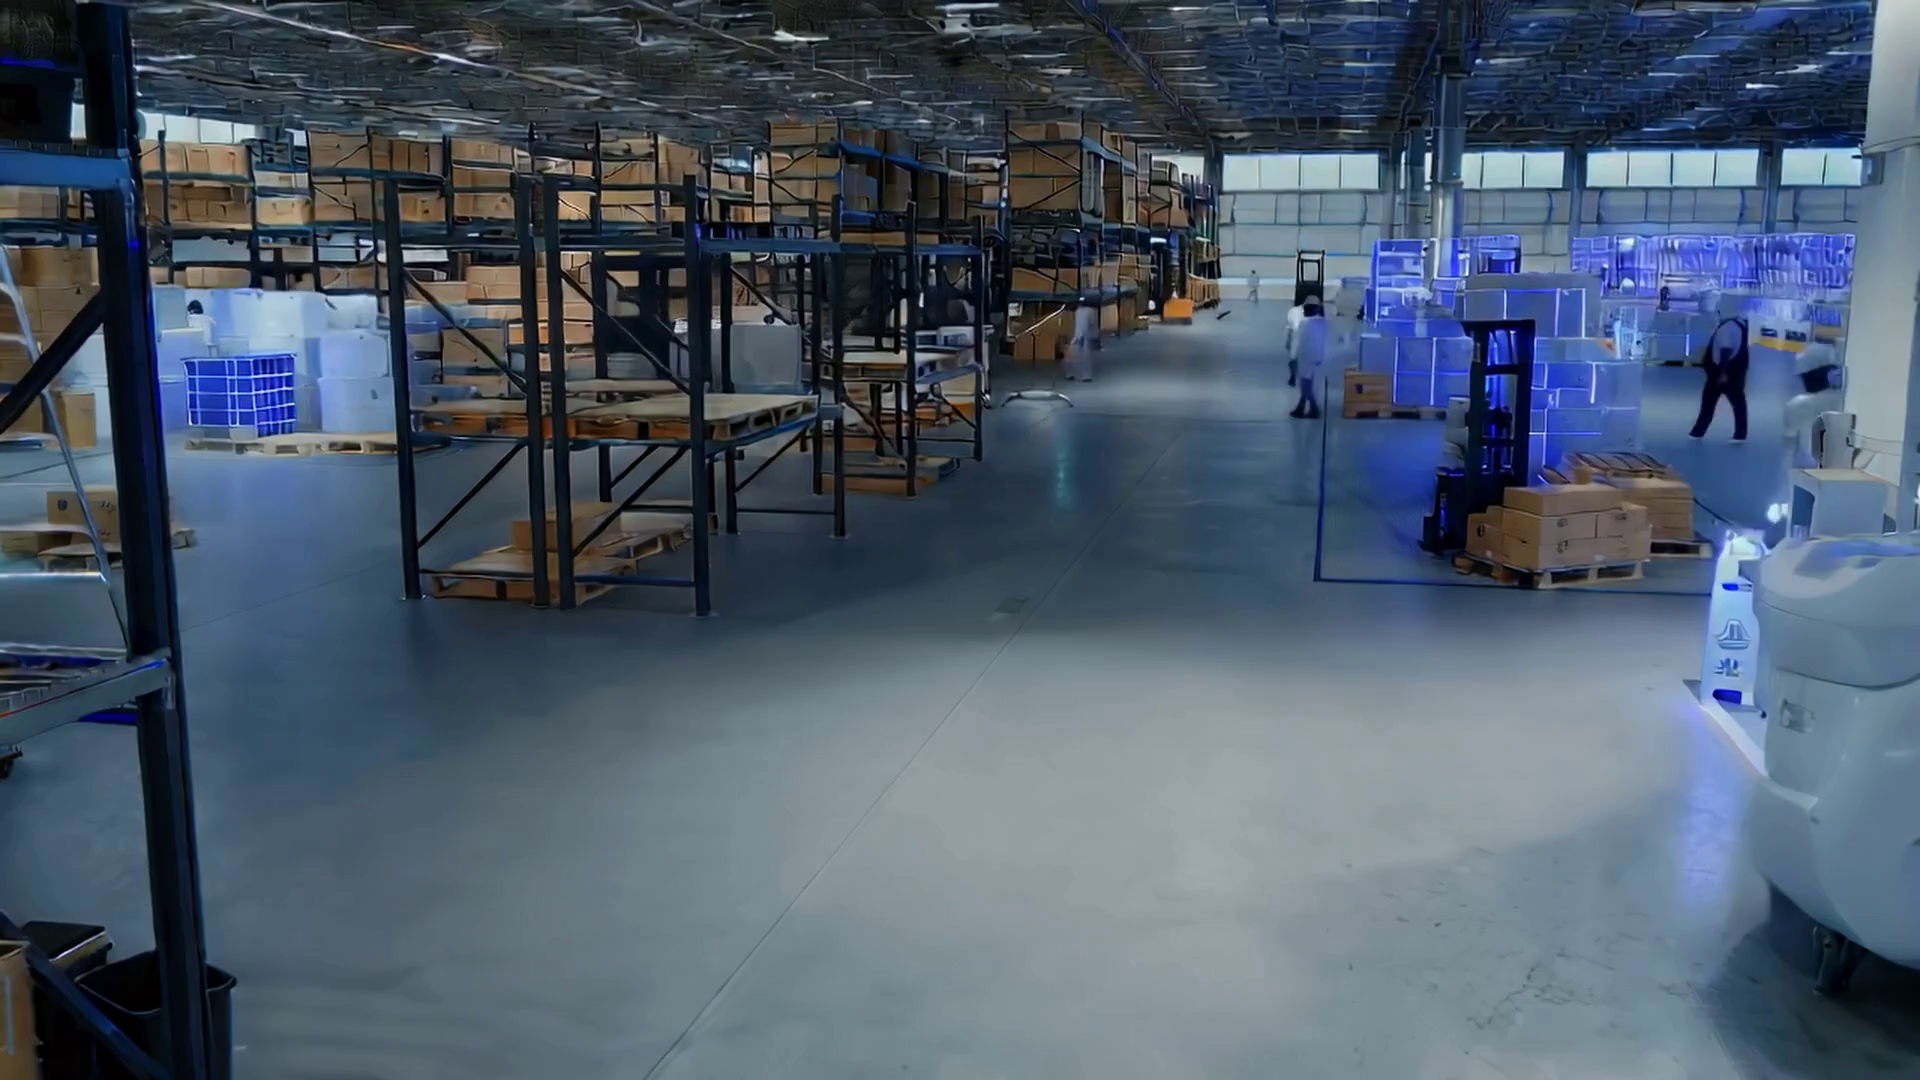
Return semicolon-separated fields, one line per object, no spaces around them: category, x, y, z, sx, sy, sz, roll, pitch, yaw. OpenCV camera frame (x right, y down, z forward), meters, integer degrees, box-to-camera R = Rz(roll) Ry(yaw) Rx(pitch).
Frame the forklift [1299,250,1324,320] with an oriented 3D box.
forklift;13.778;-10.002;65.433;1.129;2.768;1.873;2;10;12

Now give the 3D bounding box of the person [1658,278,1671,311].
person;24.601;-8.228;58.081;0.404;1.821;0.597;8;12;39

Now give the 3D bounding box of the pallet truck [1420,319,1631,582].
pallet truck;4.543;-0.757;13.299;0.823;1.965;1.885;-4;10;-22

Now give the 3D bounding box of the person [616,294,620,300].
person;-8.452;-5.244;40.954;0.522;1.631;0.317;0;10;-1

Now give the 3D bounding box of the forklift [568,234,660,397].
forklift;-4.879;-3.040;24.210;1.129;2.768;1.873;2;10;12

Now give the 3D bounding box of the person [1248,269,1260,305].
person;15.783;-13.576;89.295;0.629;1.977;0.674;-4;10;-20

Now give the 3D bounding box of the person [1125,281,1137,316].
person;6.122;-8.303;58.790;0.871;1.729;0.529;1;10;6

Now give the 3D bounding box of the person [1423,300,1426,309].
person;15.826;-7.804;56.135;0.281;1.625;0.495;-7;12;-35

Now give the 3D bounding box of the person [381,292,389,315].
person;-13.604;-5.047;39.590;0.322;1.697;0.533;-4;10;-20

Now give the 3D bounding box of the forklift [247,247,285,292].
forklift;-19.778;-6.980;47.539;1.129;2.768;1.873;2;10;12

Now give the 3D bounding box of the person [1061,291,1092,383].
person;2.353;-4.052;33.255;0.768;1.840;0.575;-5;11;-28

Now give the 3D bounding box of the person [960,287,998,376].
person;0.335;-4.395;35.197;0.971;1.867;0.625;7;12;37

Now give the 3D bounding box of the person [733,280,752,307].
person;-5.948;-6.142;45.367;0.545;1.938;0.360;2;10;13

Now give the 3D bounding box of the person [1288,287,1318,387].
person;6.610;-3.884;32.000;0.624;1.942;0.769;-1;10;-9

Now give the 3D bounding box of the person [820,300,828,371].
person;-2.888;-4.148;34.430;0.310;1.642;0.514;3;10;19

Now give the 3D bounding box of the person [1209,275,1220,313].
person;11.822;-11.436;77.290;0.524;1.741;0.770;2;10;13

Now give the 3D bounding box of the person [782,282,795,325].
person;-5.804;-7.875;56.375;0.319;1.690;0.535;8;13;40

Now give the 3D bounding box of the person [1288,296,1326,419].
person;5.390;-2.824;25.830;0.636;1.902;0.596;9;13;42

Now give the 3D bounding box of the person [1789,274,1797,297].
person;39.864;-11.869;79.626;0.599;1.817;0.403;-4;10;-21

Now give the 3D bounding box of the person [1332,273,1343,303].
person;20.805;-13.837;91.568;0.822;1.726;0.554;-4;10;-21

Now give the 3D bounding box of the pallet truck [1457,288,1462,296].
pallet truck;20.506;-9.785;68.819;0.653;1.274;1.630;2;10;12

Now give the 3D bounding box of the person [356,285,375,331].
person;-13.935;-5.005;38.844;1.013;1.889;0.641;-7;12;-36

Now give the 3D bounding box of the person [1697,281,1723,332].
person;20.419;-6.090;45.231;0.664;1.881;0.753;3;10;15

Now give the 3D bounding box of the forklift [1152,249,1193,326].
forklift;7.646;-9.320;61.395;1.873;2.768;1.129;2;10;11

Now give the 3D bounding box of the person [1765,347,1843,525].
person;5.819;-0.342;11.274;0.679;1.898;0.602;0;10;-2

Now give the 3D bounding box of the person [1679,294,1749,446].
person;10.118;-2.274;22.152;0.682;2.000;0.921;-9;13;-42

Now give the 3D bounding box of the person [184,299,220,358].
person;-12.197;-2.934;26.671;0.429;1.839;0.622;9;13;44

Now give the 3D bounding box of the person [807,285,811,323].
person;-5.665;-9.159;64.158;0.493;1.624;0.280;0;10;-2
